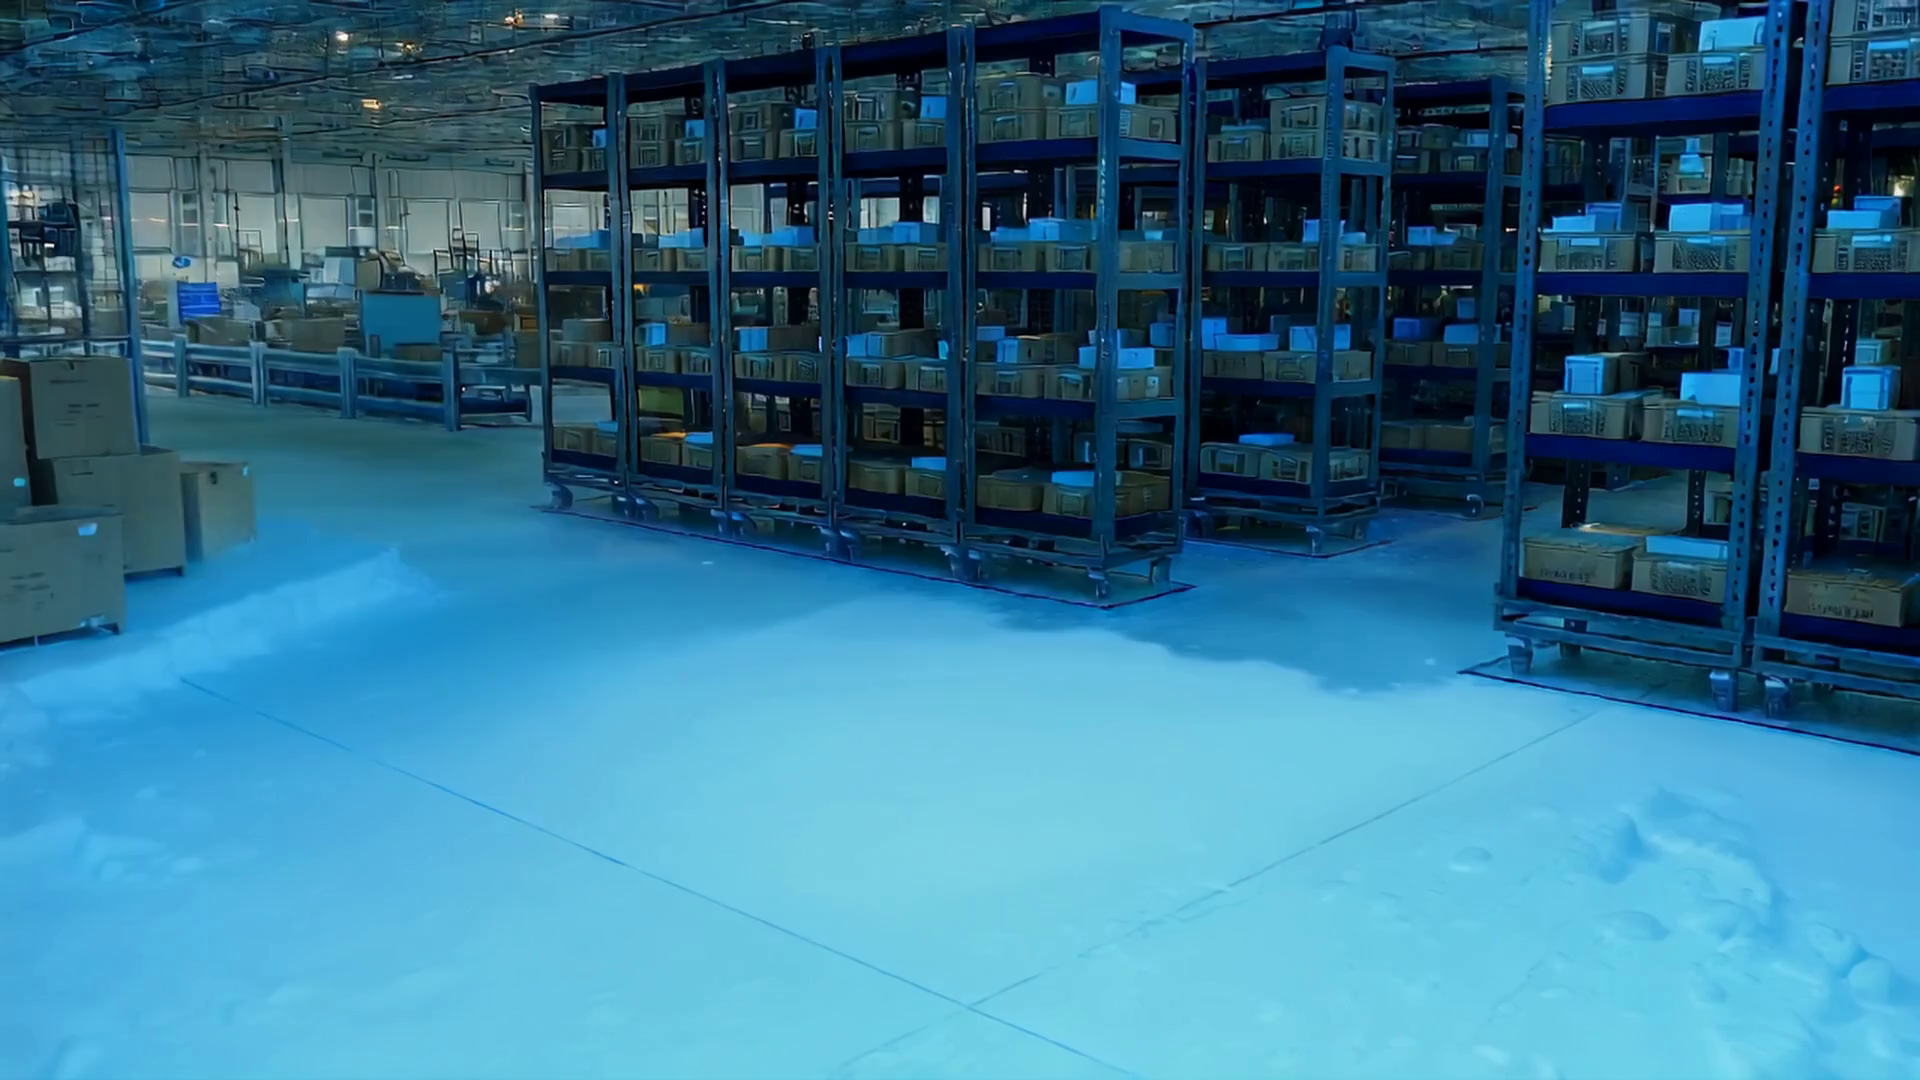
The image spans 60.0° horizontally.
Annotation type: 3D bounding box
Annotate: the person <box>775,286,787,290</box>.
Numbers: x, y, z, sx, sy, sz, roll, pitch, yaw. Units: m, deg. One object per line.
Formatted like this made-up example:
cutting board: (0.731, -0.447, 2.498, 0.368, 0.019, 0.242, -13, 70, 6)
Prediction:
person: (-7.283, -10.021, 68.175, 0.601, 1.967, 0.369, -6, 11, -32)

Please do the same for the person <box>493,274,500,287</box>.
person: (-20.892, -11.088, 75.112, 0.345, 1.841, 0.506, -3, 10, -18)

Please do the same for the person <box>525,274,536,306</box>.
person: (-18.488, -10.578, 71.904, 0.587, 1.873, 0.985, 8, 12, 41)

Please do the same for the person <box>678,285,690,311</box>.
person: (-8.194, -6.926, 49.852, 0.539, 1.757, 0.448, -8, 12, -40)

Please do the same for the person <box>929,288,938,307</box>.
person: (-0.912, -8.305, 58.605, 0.859, 1.646, 0.550, 6, 11, 34)

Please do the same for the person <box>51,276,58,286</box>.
person: (-38.328, -10.408, 70.640, 0.631, 1.940, 0.372, -2, 10, -13)

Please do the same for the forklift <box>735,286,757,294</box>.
forklift: (-10.741, -12.414, 80.056, 1.873, 2.768, 1.129, 9, 13, 43)

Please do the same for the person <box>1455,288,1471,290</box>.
person: (18.562, -8.875, 61.378, 0.671, 1.889, 0.472, 7, 12, 37)

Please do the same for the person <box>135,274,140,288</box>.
person: (-32.681, -9.626, 65.845, 0.543, 1.939, 0.371, 7, 11, 35)

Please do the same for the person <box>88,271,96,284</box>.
person: (-41.467, -11.861, 79.520, 0.404, 1.945, 0.615, -6, 11, -32)

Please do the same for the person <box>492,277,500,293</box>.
person: (-16.562, -8.497, 59.451, 0.309, 1.769, 0.523, -1, 9, -4)

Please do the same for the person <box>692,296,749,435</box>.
person: (-2.689, -1.783, 18.224, 0.930, 1.781, 0.590, -8, 12, -40)

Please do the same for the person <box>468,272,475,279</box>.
person: (-17.542, -8.622, 59.587, 0.447, 1.967, 0.636, -5, 11, -28)

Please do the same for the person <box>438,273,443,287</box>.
person: (-22.769, -10.753, 72.966, 0.509, 1.872, 0.328, 8, 12, 40)

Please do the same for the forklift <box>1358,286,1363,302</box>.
forklift: (11.100, -7.017, 46.970, 1.873, 2.768, 1.129, 9, 13, 43)
